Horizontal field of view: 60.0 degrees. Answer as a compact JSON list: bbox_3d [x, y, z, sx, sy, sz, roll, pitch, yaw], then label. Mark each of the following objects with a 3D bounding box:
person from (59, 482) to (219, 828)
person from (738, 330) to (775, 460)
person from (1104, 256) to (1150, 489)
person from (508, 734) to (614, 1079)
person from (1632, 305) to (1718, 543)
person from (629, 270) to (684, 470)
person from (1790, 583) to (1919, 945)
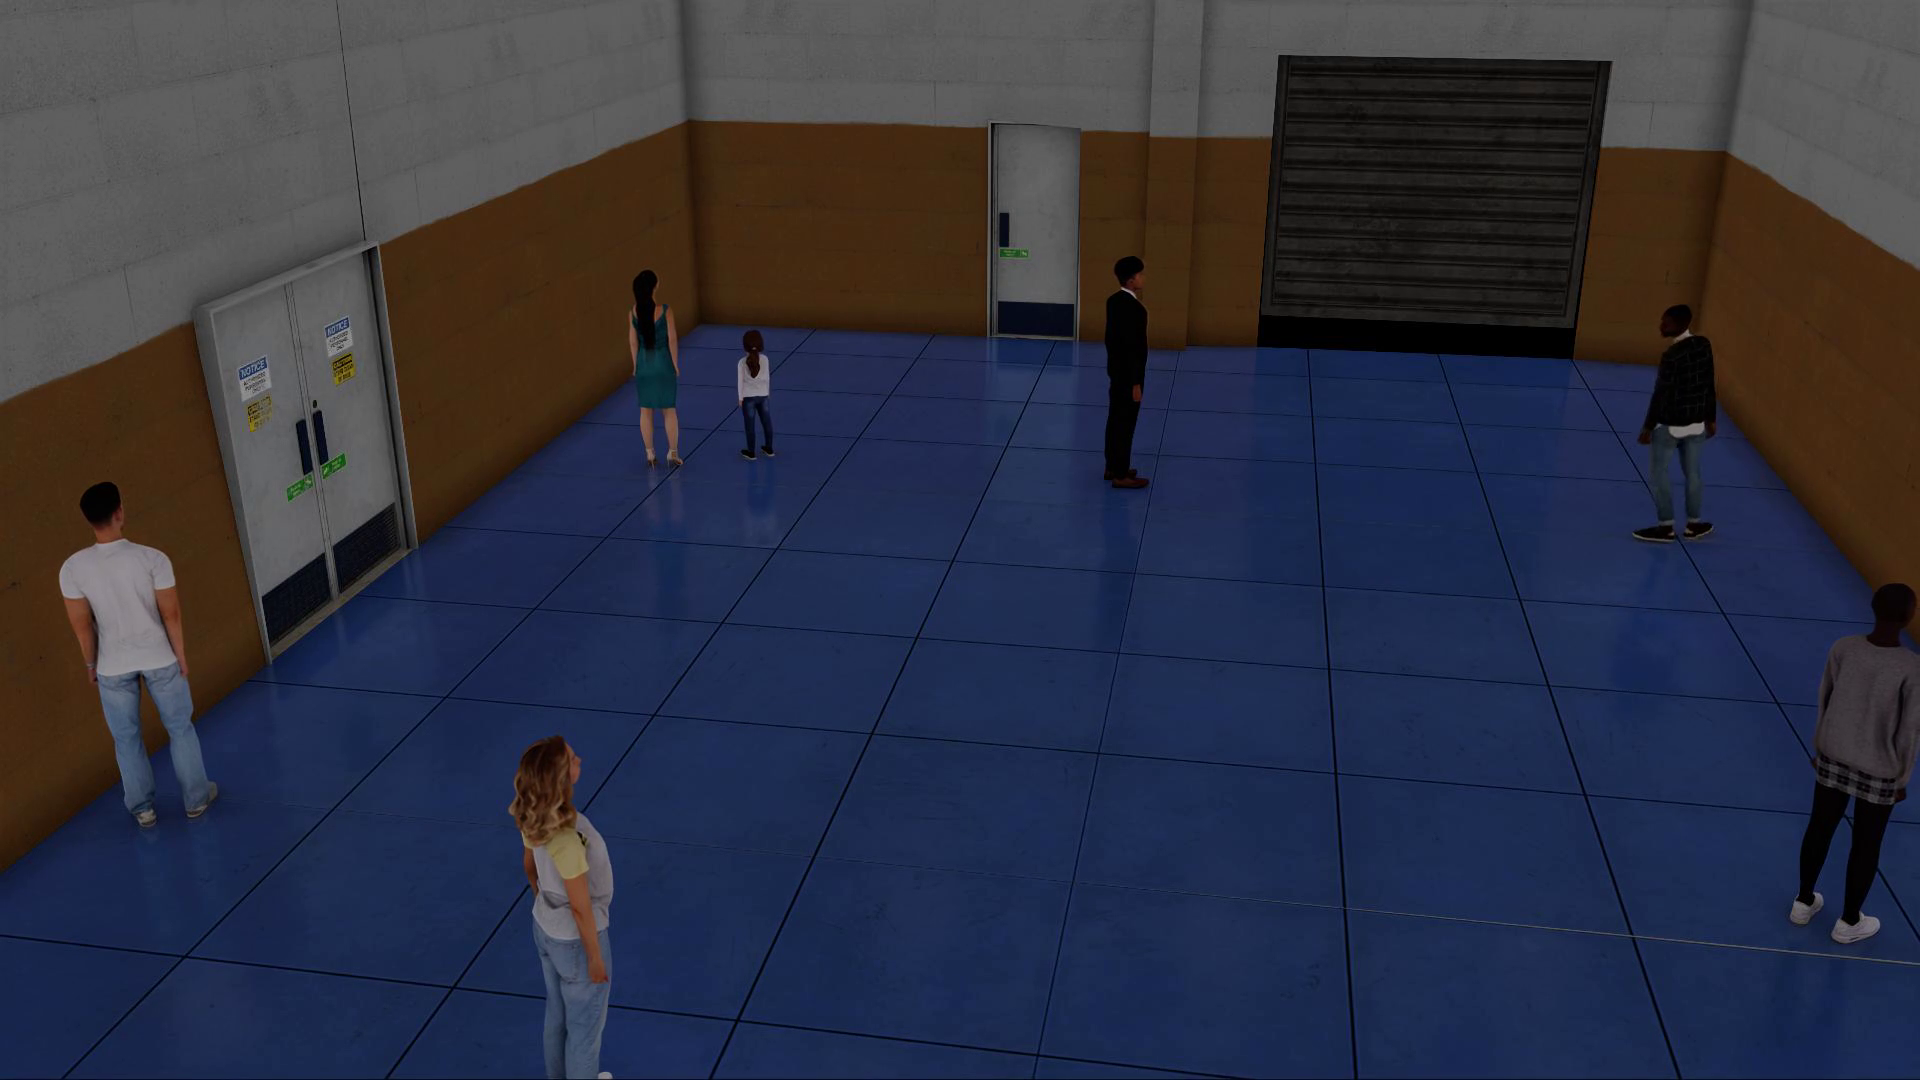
[{"bbox_3d":[-4.235,0.604,8.553,0.689,1.861,0.820,-7,23,-17],"label":"person"},{"bbox_3d":[-1.745,-1.250,14.176,0.520,1.110,0.583,-13,25,-30],"label":"person"},{"bbox_3d":[1.322,-1.356,13.402,0.719,1.884,0.769,-5,23,-13],"label":"person"},{"bbox_3d":[-1.509,1.529,6.415,0.770,1.723,0.694,-17,27,-36],"label":"person"},{"bbox_3d":[5.381,-0.851,12.261,0.797,1.796,0.960,-5,22,-13],"label":"person"},{"bbox_3d":[-2.536,-1.414,13.812,0.438,1.685,0.616,2,22,4],"label":"person"},{"bbox_3d":[4.132,1.016,7.648,0.748,1.771,0.684,-15,27,-33],"label":"person"}]
